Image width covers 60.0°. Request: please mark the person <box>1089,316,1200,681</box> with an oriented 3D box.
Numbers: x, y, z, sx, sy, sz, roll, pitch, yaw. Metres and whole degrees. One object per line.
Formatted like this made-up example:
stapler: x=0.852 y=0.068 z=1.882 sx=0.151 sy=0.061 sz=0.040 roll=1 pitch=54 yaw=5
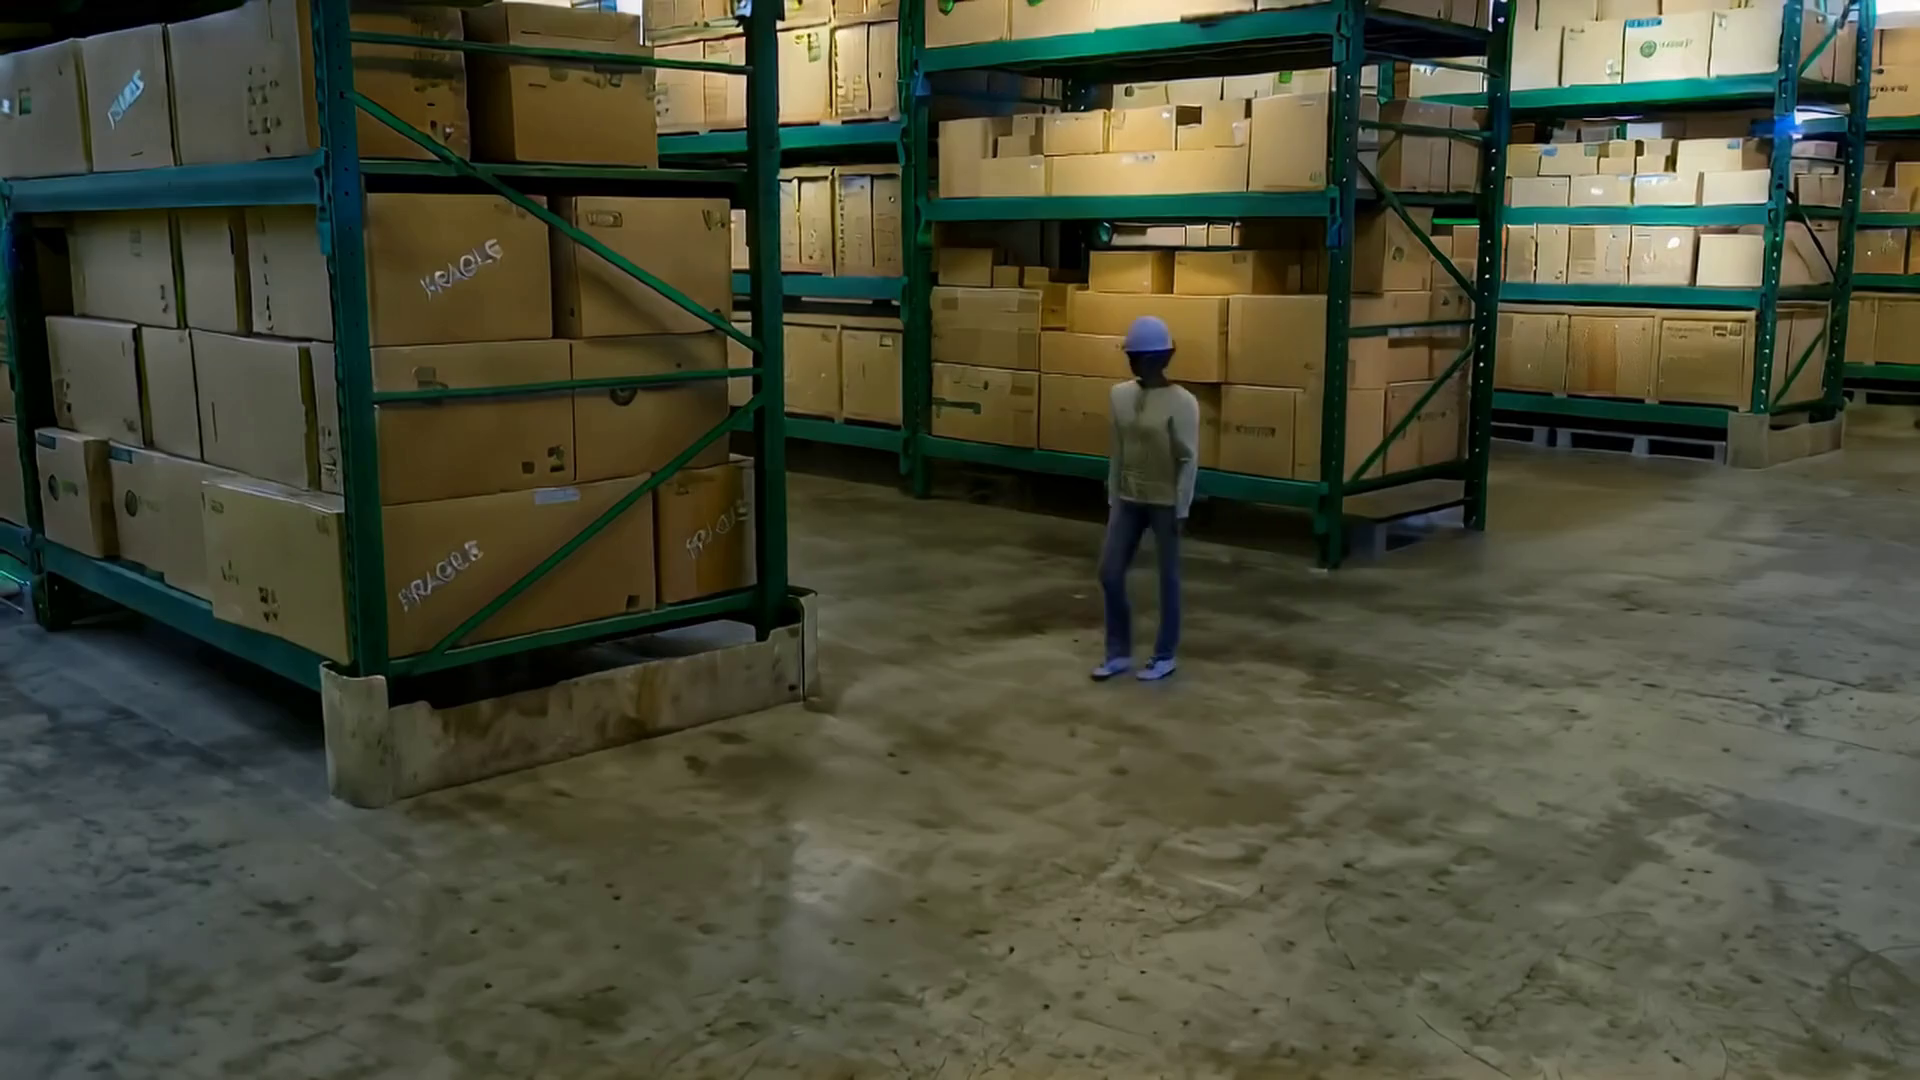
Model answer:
person: x=0.849 y=-0.173 z=7.857 sx=0.547 sy=1.747 sz=0.591 roll=9 pitch=14 yaw=41
